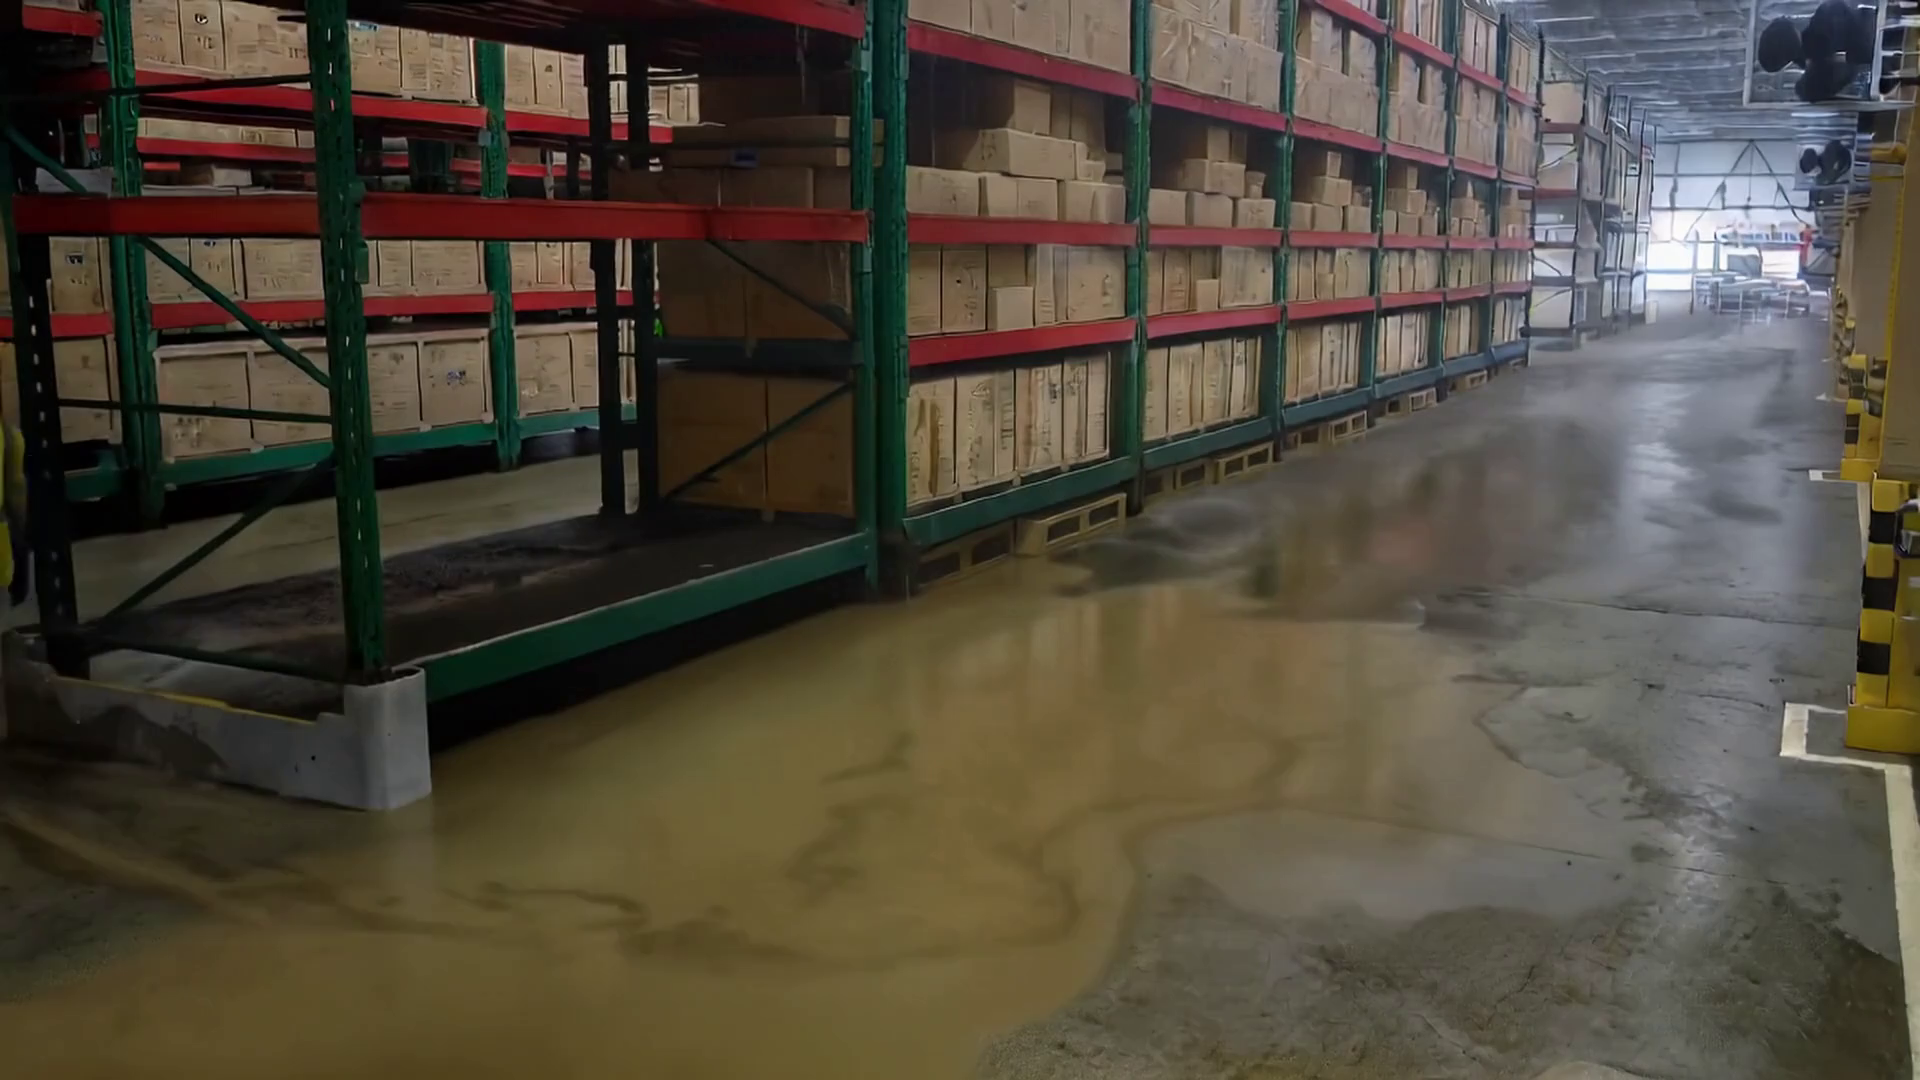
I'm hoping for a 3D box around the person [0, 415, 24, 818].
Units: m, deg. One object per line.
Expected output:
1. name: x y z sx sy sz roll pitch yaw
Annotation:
1. person: -3.823 0.135 6.329 0.399 1.924 0.583 4 11 23
